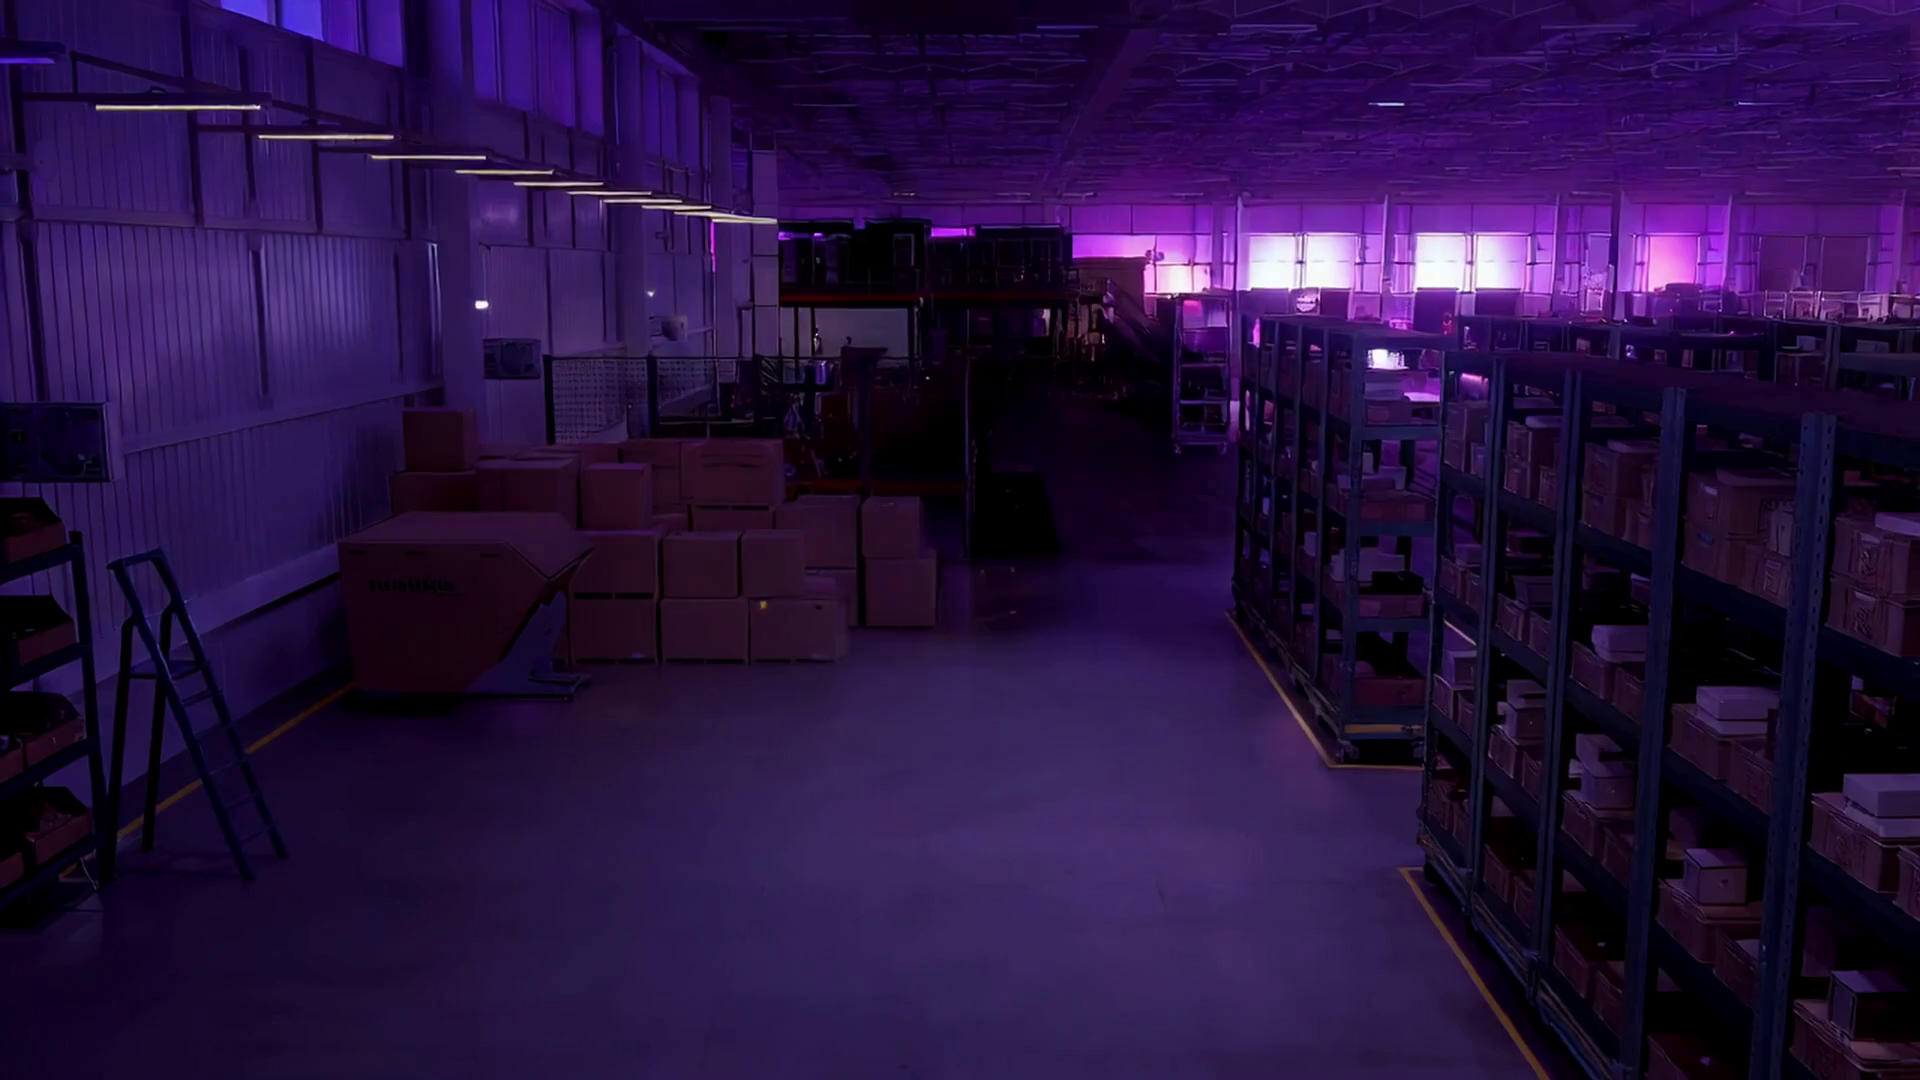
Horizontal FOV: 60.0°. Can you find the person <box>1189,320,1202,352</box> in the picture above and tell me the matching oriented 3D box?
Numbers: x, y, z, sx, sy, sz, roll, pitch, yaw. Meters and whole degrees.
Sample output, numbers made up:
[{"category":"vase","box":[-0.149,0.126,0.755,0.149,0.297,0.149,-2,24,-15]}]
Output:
[{"category":"person","box":[10.978,-9.335,77.397,0.637,1.831,0.544,-2,9,-12]}]

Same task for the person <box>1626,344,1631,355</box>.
[{"category":"person","box":[23.892,-6.498,59.838,0.528,1.849,0.492,7,12,37]}]

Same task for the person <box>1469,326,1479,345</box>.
[{"category":"person","box":[24.000,-9.434,77.587,0.814,1.967,0.620,-4,10,-25]}]

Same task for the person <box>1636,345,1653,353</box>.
[{"category":"person","box":[24.433,-6.526,59.401,0.682,2.000,0.537,0,9,-2]}]

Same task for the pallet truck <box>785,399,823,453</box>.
[{"category":"pallet truck","box":[-3.814,-2.432,36.419,1.630,1.274,0.653,0,9,1]}]

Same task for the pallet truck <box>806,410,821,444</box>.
[{"category":"pallet truck","box":[-3.559,-2.018,33.905,1.522,1.261,0.704,0,9,-1]}]

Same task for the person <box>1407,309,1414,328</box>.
[{"category":"person","box":[25.637,-12.205,94.823,0.393,1.921,0.587,8,12,41]}]

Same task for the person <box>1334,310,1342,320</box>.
[{"category":"person","box":[20.931,-11.815,92.412,0.539,1.924,0.556,6,11,31]}]

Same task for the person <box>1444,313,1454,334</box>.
[{"category":"person","box":[25.231,-10.779,85.972,0.420,1.940,0.600,-5,11,-30]}]

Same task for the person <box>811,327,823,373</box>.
[{"category":"person","box":[-5.839,-7.618,66.699,0.793,1.853,0.589,2,9,13]}]

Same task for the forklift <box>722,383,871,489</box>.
[{"category":"forklift","box":[-2.893,-1.687,28.729,2.680,1.987,1.157,0,9,-1]}]

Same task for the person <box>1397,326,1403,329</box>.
[{"category":"person","box":[16.357,-6.948,61.998,0.376,2.044,0.607,1,9,5]}]

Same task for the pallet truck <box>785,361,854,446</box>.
[{"category":"pallet truck","box":[-3.410,-3.193,38.978,1.885,1.965,0.823,0,9,-1]}]

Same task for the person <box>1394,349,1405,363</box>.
[{"category":"person","box":[13.560,-5.078,51.322,0.312,1.768,0.522,-3,10,-15]}]

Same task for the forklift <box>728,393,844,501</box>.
[{"category":"forklift","box":[-2.979,-1.316,26.476,2.680,1.987,1.157,0,9,1]}]

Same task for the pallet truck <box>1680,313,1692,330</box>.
[{"category":"pallet truck","box":[36.315,-10.531,84.244,0.823,1.965,1.885,-6,11,-33]}]

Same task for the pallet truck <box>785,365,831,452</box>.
[{"category":"pallet truck","box":[-3.774,-2.976,37.635,1.885,1.965,0.823,1,9,5]}]

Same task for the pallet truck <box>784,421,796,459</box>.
[{"category":"pallet truck","box":[-4.013,-1.793,32.705,1.601,1.201,0.680,0,9,1]}]
